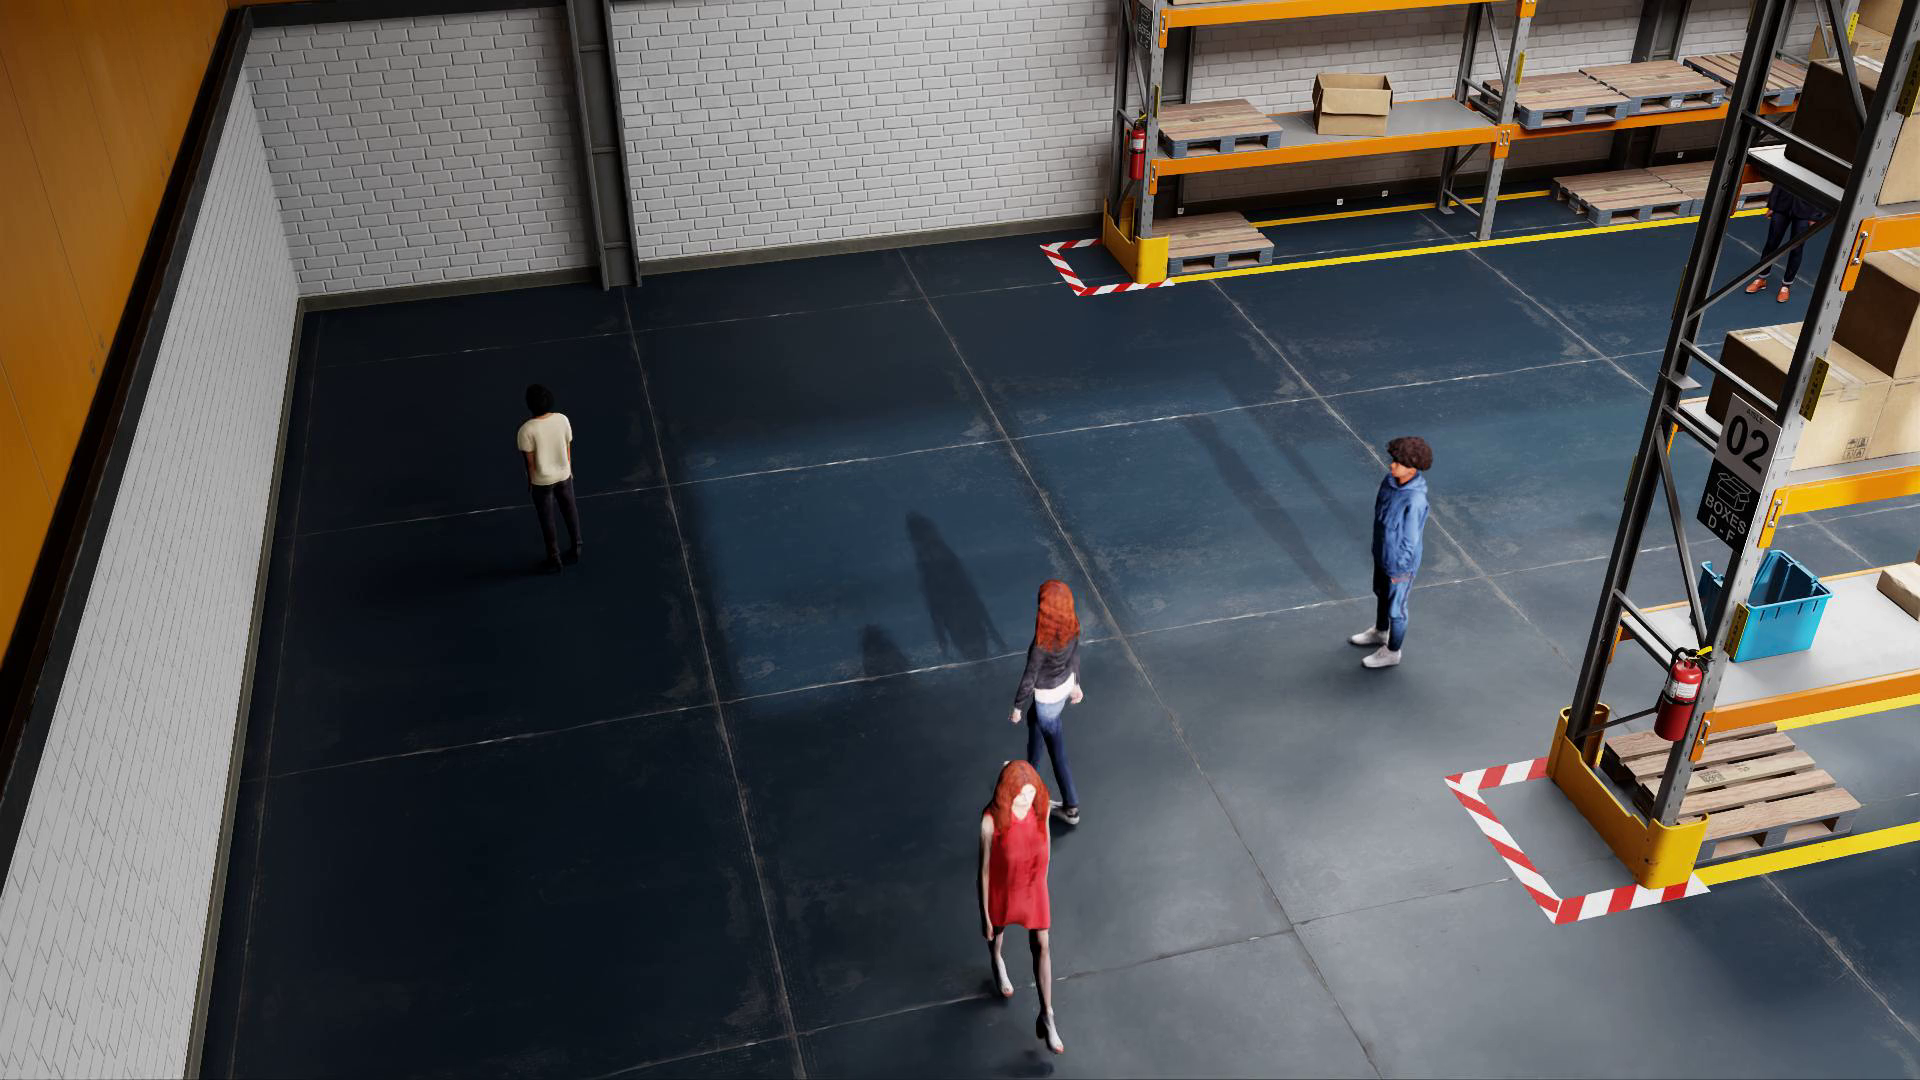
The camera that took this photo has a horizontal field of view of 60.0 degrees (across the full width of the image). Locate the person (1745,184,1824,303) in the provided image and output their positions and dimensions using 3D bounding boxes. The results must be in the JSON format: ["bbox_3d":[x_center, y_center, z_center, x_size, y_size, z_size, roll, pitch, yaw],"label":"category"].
[{"bbox_3d":[8.390,-3.309,16.700,0.790,1.818,0.800,26,42,34],"label":"person"}]

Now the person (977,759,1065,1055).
[{"bbox_3d":[0.256,1.841,8.971,0.938,1.797,0.732,-11,35,-17],"label":"person"}]

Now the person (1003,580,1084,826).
[{"bbox_3d":[0.641,1.028,10.221,0.980,1.767,0.953,22,39,29],"label":"person"}]

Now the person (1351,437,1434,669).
[{"bbox_3d":[3.056,0.075,11.619,0.566,1.807,0.672,-6,34,-9],"label":"person"}]

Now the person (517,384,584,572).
[{"bbox_3d":[-3.115,-0.482,12.654,0.581,1.588,0.720,-26,42,-34],"label":"person"}]
